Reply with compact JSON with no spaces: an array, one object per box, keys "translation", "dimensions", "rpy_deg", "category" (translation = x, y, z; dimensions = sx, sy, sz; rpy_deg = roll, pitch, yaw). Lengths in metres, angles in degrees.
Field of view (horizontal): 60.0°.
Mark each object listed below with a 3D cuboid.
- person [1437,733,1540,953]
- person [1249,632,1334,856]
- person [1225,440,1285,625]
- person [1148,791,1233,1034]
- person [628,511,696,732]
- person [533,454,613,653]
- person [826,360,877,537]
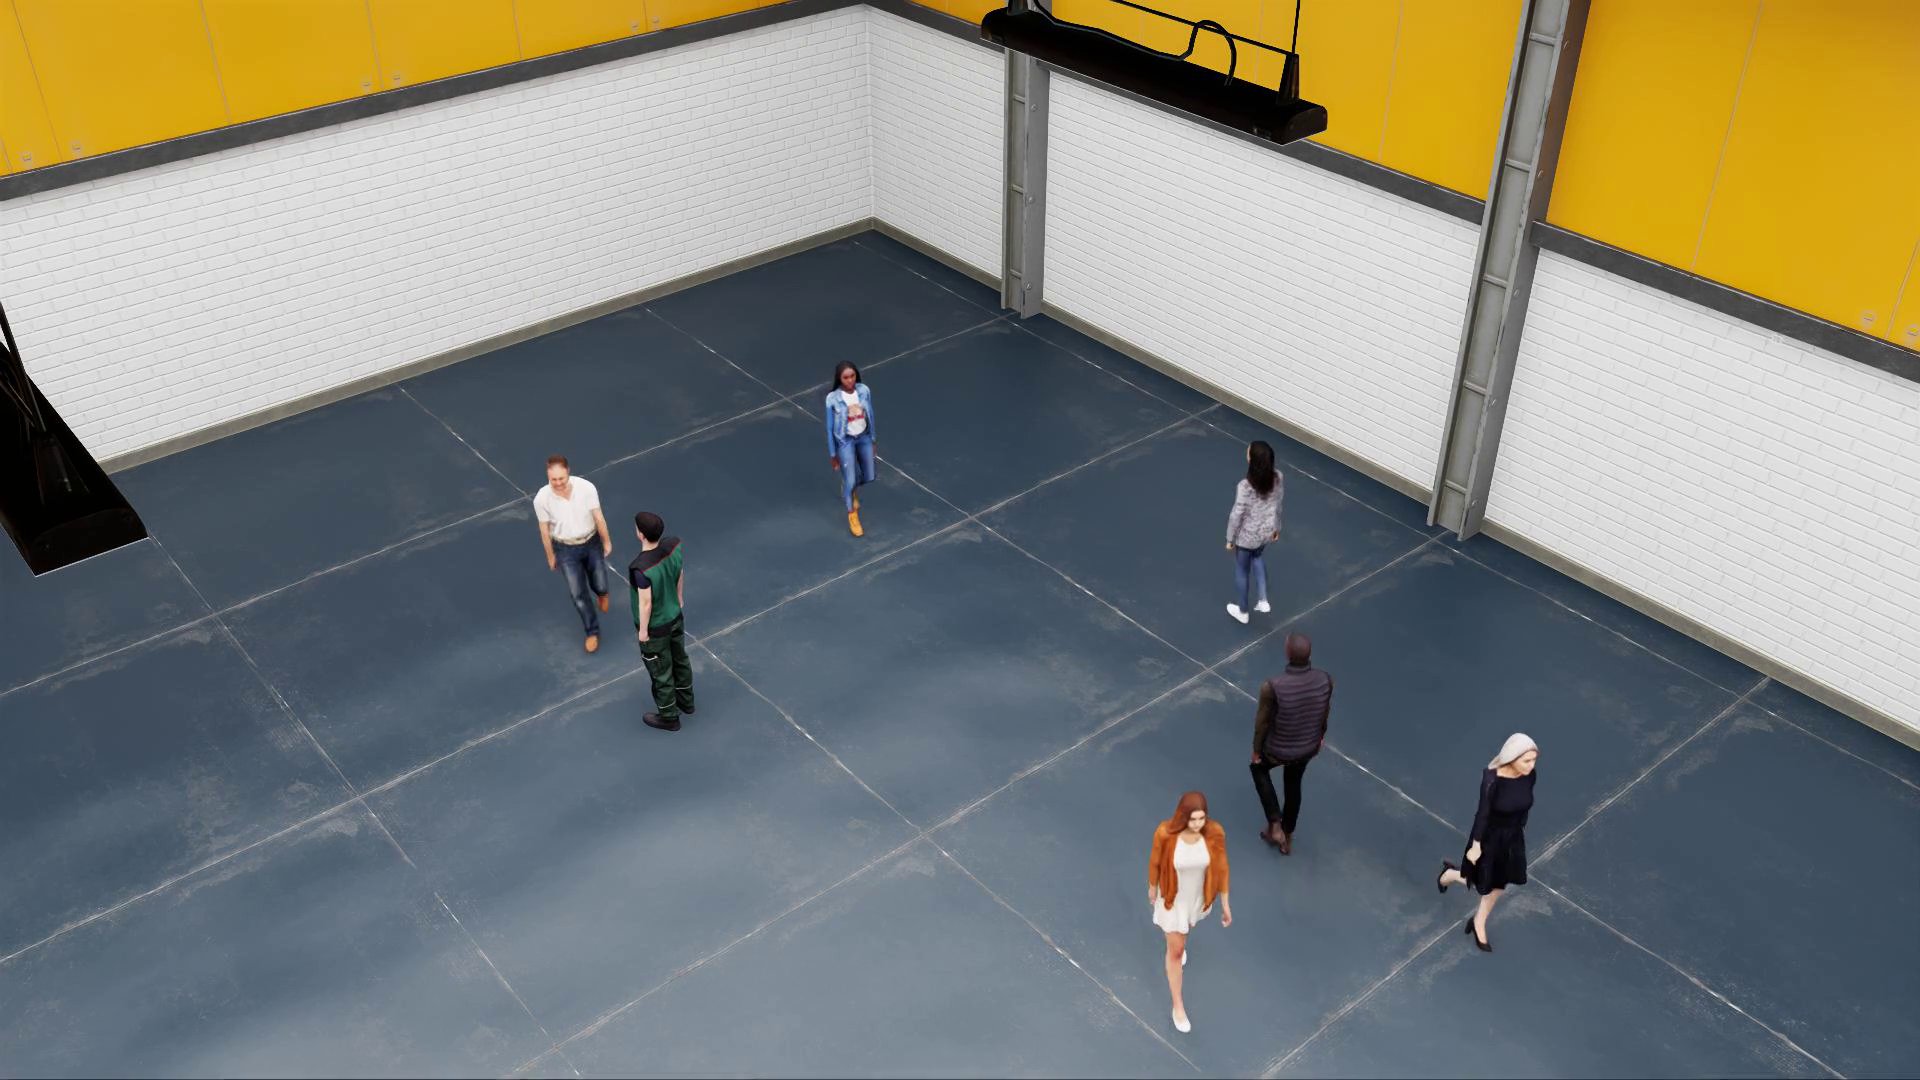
[{"translation":[3.409,1.904,10.771],"dimensions":[0.753,1.733,0.924],"rpy_deg":[-13,36,-18],"category":"person"},{"translation":[2.272,1.456,11.363],"dimensions":[0.842,1.823,0.835],"rpy_deg":[-7,34,-10],"category":"person"},{"translation":[2.467,-0.017,13.674],"dimensions":[0.709,1.719,0.728],"rpy_deg":[-15,36,-21],"category":"person"},{"translation":[1.403,2.155,10.449],"dimensions":[1.022,1.672,1.204],"rpy_deg":[-4,34,-6],"category":"person"},{"translation":[-2.268,0.596,12.587],"dimensions":[0.727,1.900,0.761],"rpy_deg":[14,36,21],"category":"person"},{"translation":[-3.106,0.007,13.540],"dimensions":[0.971,1.828,1.074],"rpy_deg":[-7,34,-11],"category":"person"},{"translation":[-1.006,-0.877,14.986],"dimensions":[0.702,1.699,0.806],"rpy_deg":[-16,37,-23],"category":"person"}]
